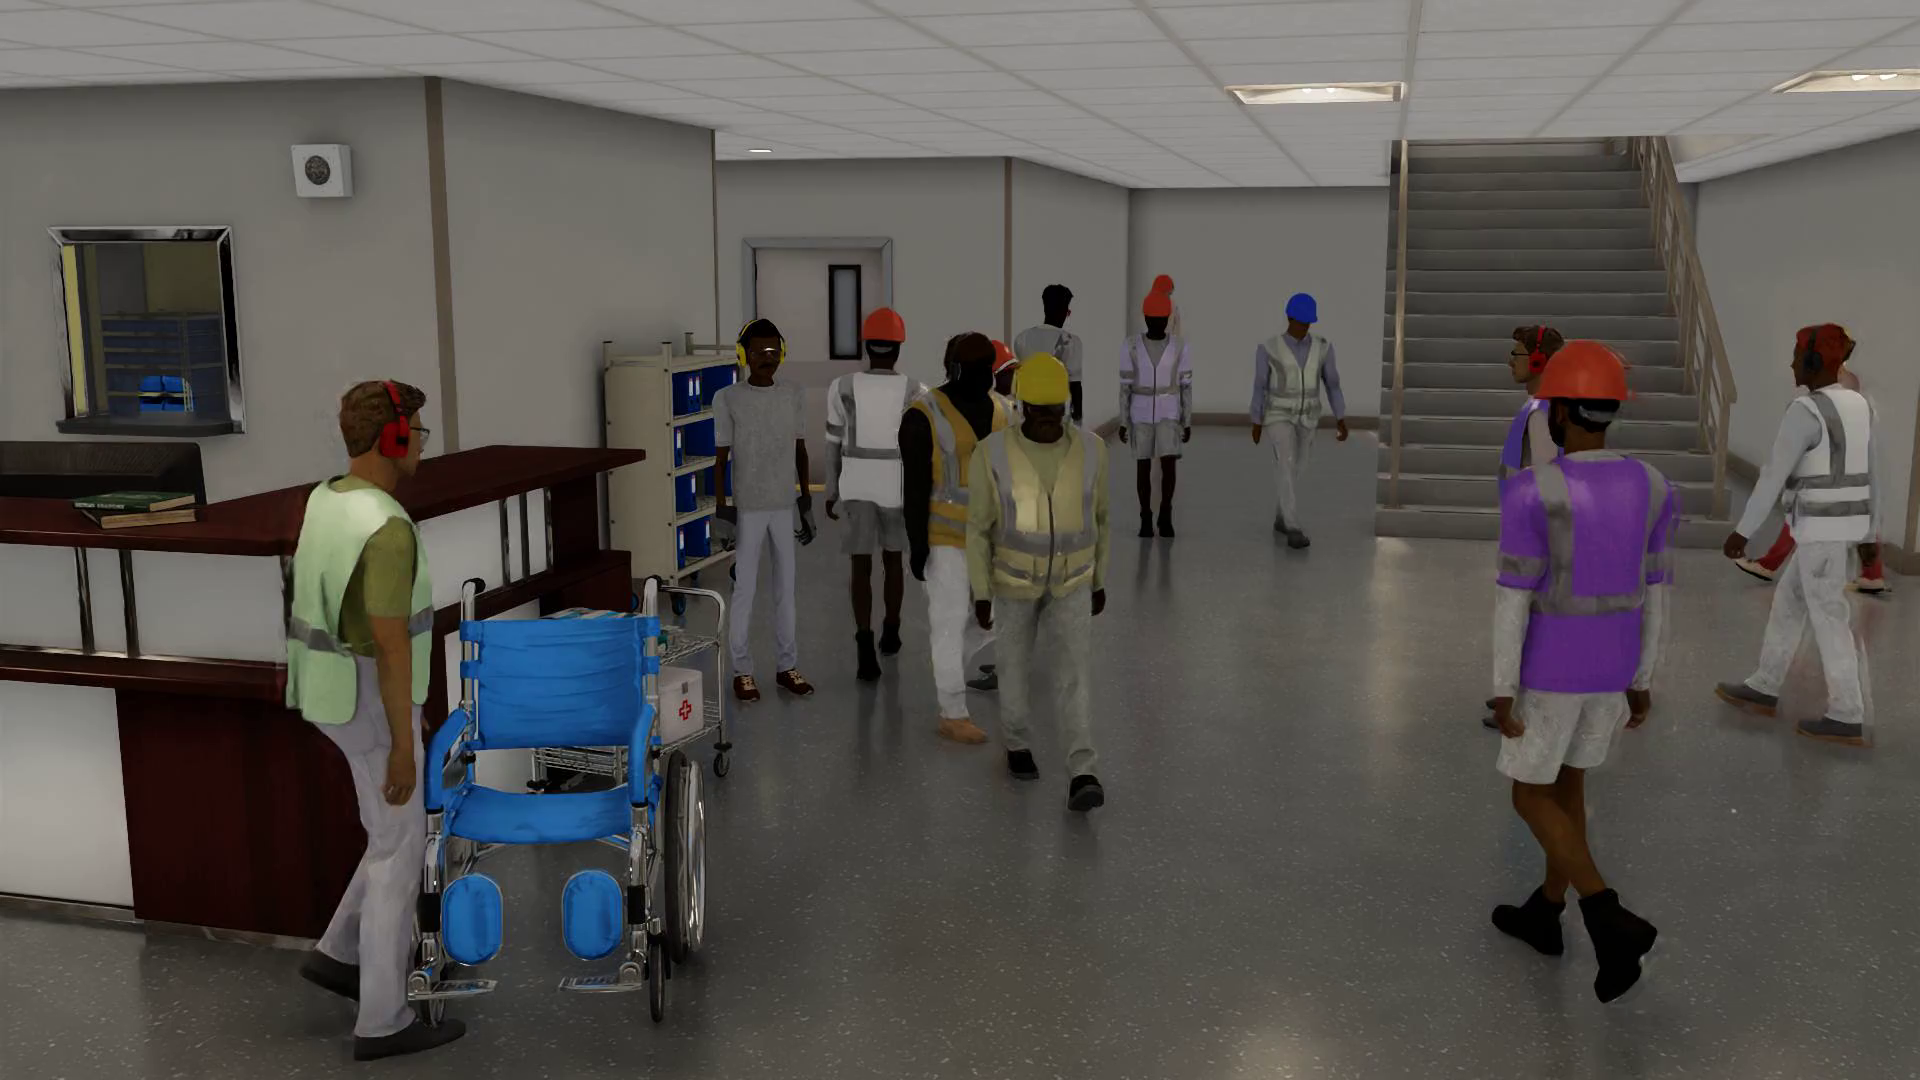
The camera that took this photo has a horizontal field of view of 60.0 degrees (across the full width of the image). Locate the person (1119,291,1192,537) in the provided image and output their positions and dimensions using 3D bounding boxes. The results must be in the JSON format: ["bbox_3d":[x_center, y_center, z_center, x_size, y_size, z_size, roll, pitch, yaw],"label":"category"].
[{"bbox_3d":[1.481,-0.938,12.663,0.552,1.903,0.561,1,10,7],"label":"person"}]

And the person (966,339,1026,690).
[{"bbox_3d":[0.183,-0.122,8.295,0.347,1.744,0.563,3,10,15],"label":"person"}]

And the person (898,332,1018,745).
[{"bbox_3d":[-0.012,-0.024,7.486,0.626,1.831,0.568,-6,12,-33],"label":"person"}]

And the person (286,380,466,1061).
[{"bbox_3d":[-1.575,0.479,4.538,0.457,1.820,0.584,-7,12,-36],"label":"person"}]

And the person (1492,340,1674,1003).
[{"bbox_3d":[1.839,0.380,4.862,0.549,1.916,0.760,-3,10,-15],"label":"person"}]

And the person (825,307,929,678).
[{"bbox_3d":[-0.427,-0.255,8.664,0.559,1.902,0.959,0,10,-3],"label":"person"}]

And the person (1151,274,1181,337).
[{"bbox_3d":[2.542,-2.321,20.688,0.388,1.948,0.749,1,10,4],"label":"person"}]

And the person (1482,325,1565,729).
[{"bbox_3d":[2.629,-0.048,7.578,0.389,1.844,0.563,4,10,22],"label":"person"}]

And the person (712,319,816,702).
[{"bbox_3d":[-0.946,-0.143,8.099,0.511,1.861,0.324,-6,11,-30],"label":"person"}]

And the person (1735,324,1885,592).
[{"bbox_3d":[5.607,-0.532,10.782,0.525,1.717,0.920,-8,12,-39],"label":"person"}]

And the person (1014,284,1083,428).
[{"bbox_3d":[0.690,-0.977,12.741,0.616,1.951,0.388,7,12,36],"label":"person"}]

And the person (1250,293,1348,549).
[{"bbox_3d":[2.527,-0.913,12.569,0.632,1.891,0.943,-2,10,-14],"label":"person"}]

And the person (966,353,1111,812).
[{"bbox_3d":[0.327,0.161,6.549,0.607,1.772,0.935,-1,10,-8],"label":"person"}]

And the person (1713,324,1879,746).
[{"bbox_3d":[3.782,-0.040,7.529,0.601,1.843,0.877,-8,12,-39],"label":"person"}]
